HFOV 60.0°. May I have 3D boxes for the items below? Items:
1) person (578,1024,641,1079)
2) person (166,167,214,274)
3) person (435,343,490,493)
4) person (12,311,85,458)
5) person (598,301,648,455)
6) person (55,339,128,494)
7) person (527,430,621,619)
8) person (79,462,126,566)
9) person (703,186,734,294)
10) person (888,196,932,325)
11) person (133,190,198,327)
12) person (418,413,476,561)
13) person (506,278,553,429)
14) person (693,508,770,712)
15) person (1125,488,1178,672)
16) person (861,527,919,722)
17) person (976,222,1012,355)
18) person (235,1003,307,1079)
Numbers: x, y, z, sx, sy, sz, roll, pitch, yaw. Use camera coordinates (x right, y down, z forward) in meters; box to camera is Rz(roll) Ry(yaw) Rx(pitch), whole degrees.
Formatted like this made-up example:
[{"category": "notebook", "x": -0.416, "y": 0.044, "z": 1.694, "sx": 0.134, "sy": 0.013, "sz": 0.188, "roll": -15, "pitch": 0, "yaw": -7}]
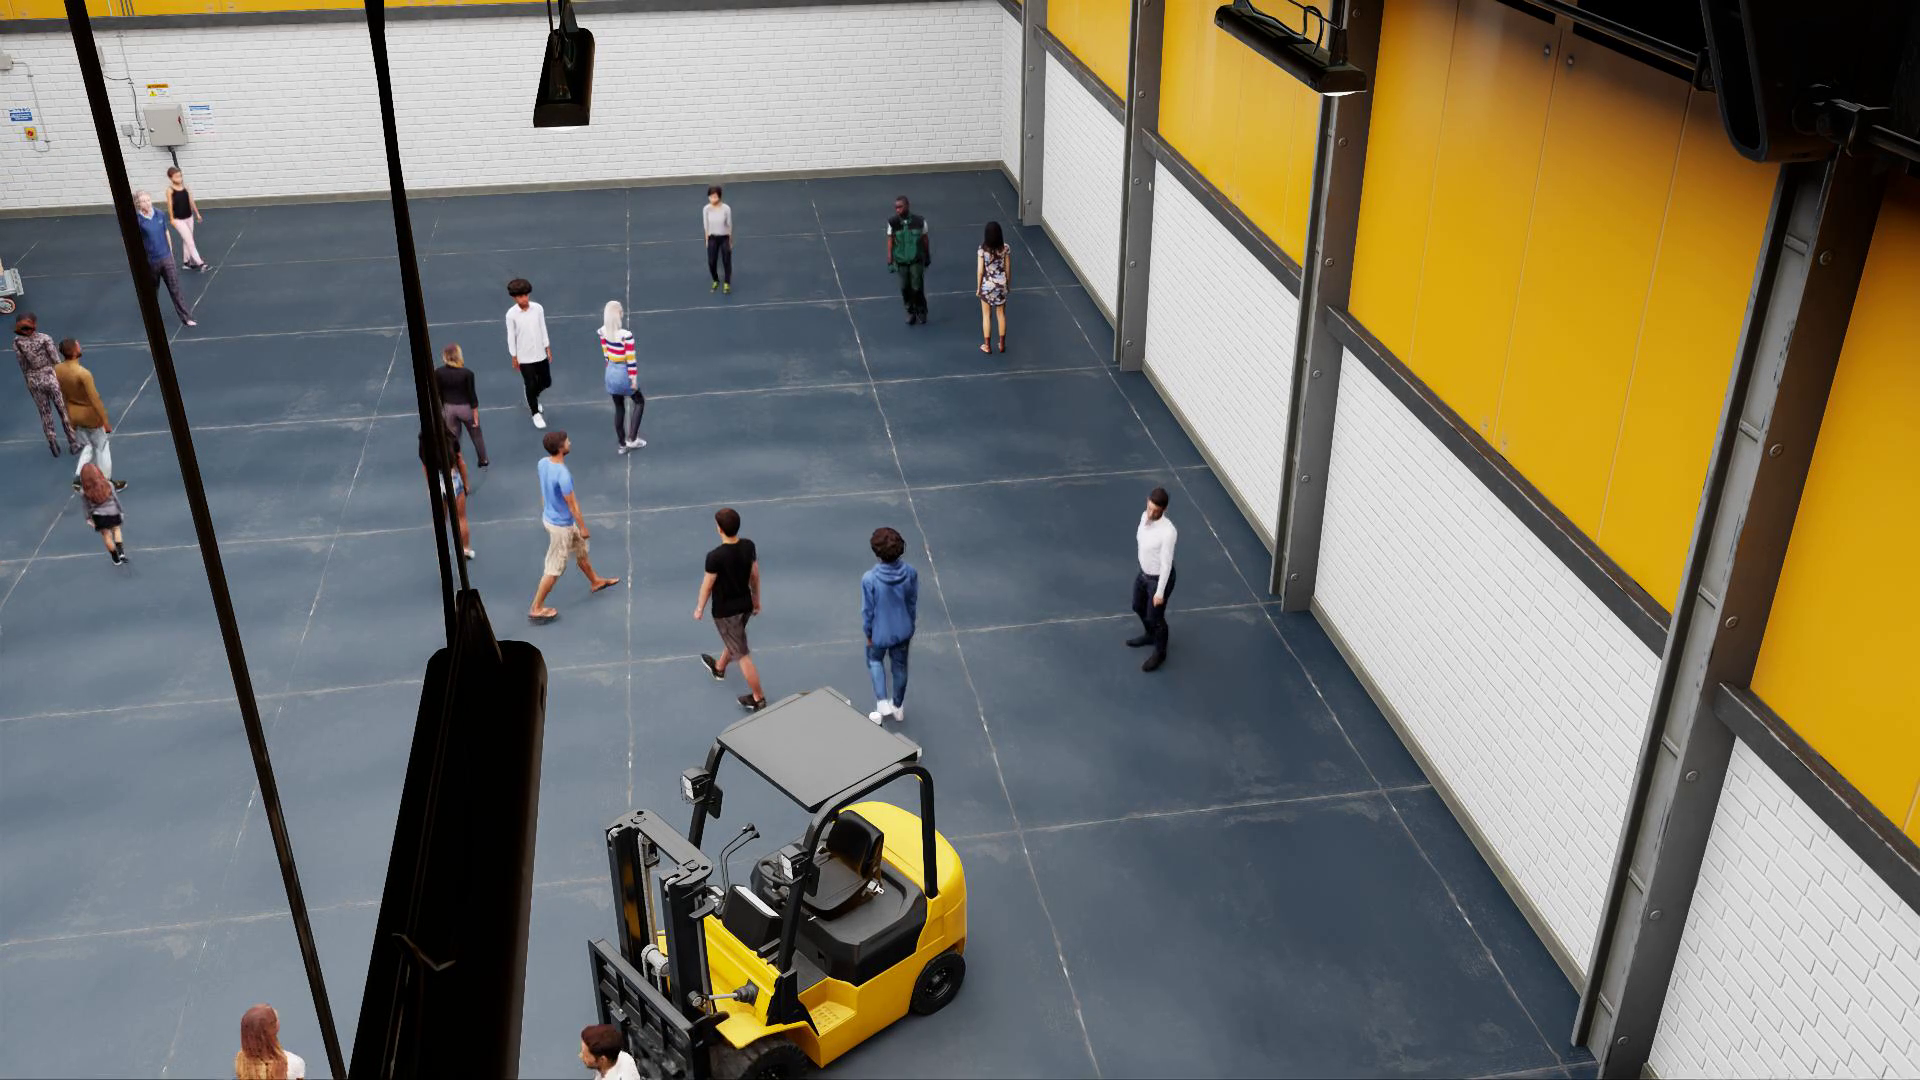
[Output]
[{"category": "person", "x": -1.710, "y": 3.369, "z": 9.077, "sx": 0.734, "sy": 1.842, "sz": 0.897, "roll": -5, "pitch": 29, "yaw": -9}, {"category": "person", "x": -11.285, "y": -4.634, "z": 24.064, "sx": 0.930, "sy": 1.540, "sz": 0.940, "roll": 13, "pitch": 31, "yaw": 23}, {"category": "person", "x": -5.368, "y": -1.268, "z": 17.788, "sx": 0.696, "sy": 1.640, "sz": 0.998, "roll": -1, "pitch": 29, "yaw": -2}, {"category": "person", "x": -10.232, "y": -1.752, "z": 18.600, "sx": 0.565, "sy": 1.713, "sz": 0.552, "roll": -5, "pitch": 29, "yaw": -9}, {"category": "person", "x": -3.852, "y": -1.791, "z": 18.580, "sx": 0.761, "sy": 1.800, "sz": 0.799, "roll": 14, "pitch": 32, "yaw": 25}, {"category": "person", "x": -9.295, "y": -1.248, "z": 17.580, "sx": 0.867, "sy": 1.804, "sz": 0.958, "roll": 11, "pitch": 30, "yaw": 19}, {"category": "person", "x": -3.795, "y": -0.113, "z": 15.482, "sx": 1.085, "sy": 1.820, "sz": 1.266, "roll": -20, "pitch": 34, "yaw": -32}, {"category": "person", "x": -8.478, "y": -0.253, "z": 16.494, "sx": 0.576, "sy": 1.097, "sz": 0.614, "roll": -20, "pitch": 35, "yaw": -33}, {"category": "person", "x": -3.351, "y": -4.257, "z": 23.373, "sx": 0.595, "sy": 1.539, "sz": 0.572, "roll": 0, "pitch": 29, "yaw": 0}, {"category": "person", "x": -0.641, "y": -3.715, "z": 22.111, "sx": 0.793, "sy": 1.797, "sz": 0.788, "roll": -3, "pitch": 29, "yaw": -5}, {"category": "person", "x": -10.747, "y": -3.744, "z": 22.137, "sx": 1.268, "sy": 1.821, "sz": 1.167, "roll": 21, "pitch": 35, "yaw": 34}, {"category": "person", "x": -5.066, "y": -0.504, "z": 16.402, "sx": 0.579, "sy": 1.626, "sz": 0.579, "roll": -2, "pitch": 29, "yaw": -3}, {"category": "person", "x": -5.025, "y": -2.205, "z": 19.337, "sx": 0.822, "sy": 1.801, "sz": 0.907, "roll": -20, "pitch": 34, "yaw": -32}, {"category": "person", "x": -1.871, "y": 0.633, "z": 14.122, "sx": 1.262, "sy": 1.813, "sz": 1.146, "roll": 22, "pitch": 36, "yaw": 35}, {"category": "person", "x": 1.761, "y": 0.304, "z": 14.695, "sx": 0.896, "sy": 1.842, "sz": 0.699, "roll": -5, "pitch": 29, "yaw": -10}, {"category": "person", "x": -0.555, "y": 0.761, "z": 13.906, "sx": 0.699, "sy": 1.796, "sz": 0.672, "roll": -8, "pitch": 30, "yaw": -15}, {"category": "person", "x": 0.432, "y": -3.232, "z": 21.288, "sx": 0.607, "sy": 1.736, "sz": 0.527, "roll": -7, "pitch": 29, "yaw": -12}, {"category": "person", "x": -3.806, "y": 3.331, "z": 9.317, "sx": 0.896, "sy": 1.678, "sz": 1.090, "roll": 9, "pitch": 30, "yaw": 16}]
